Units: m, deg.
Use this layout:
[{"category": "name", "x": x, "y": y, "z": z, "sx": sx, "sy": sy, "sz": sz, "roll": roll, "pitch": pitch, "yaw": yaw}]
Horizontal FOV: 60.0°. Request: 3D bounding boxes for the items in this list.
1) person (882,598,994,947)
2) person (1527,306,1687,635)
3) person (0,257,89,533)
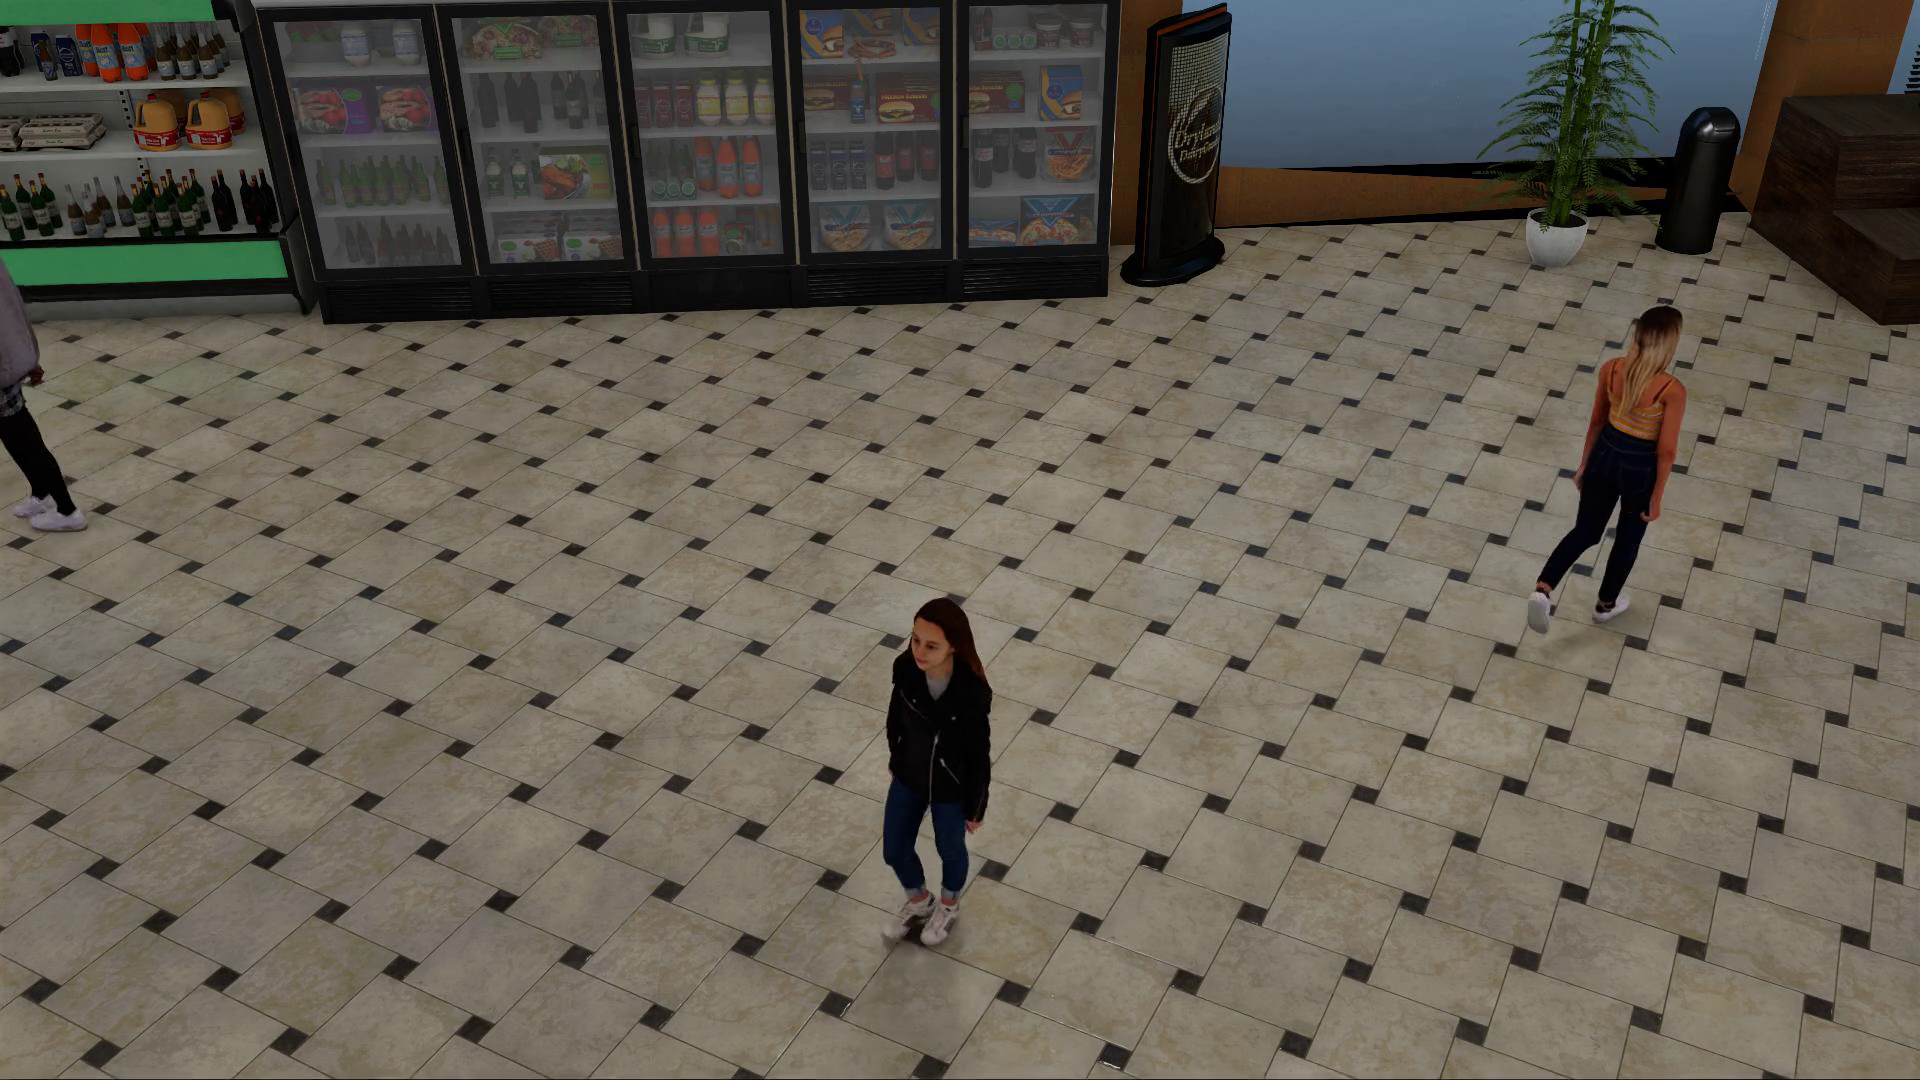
[{"category": "person", "x": -0.053, "y": 0.789, "z": 5.817, "sx": 0.656, "sy": 1.475, "sz": 0.747, "roll": 16, "pitch": 35, "yaw": 24}, {"category": "person", "x": 2.890, "y": -0.256, "z": 7.369, "sx": 1.065, "sy": 1.611, "sz": 0.903, "roll": -22, "pitch": 38, "yaw": -31}, {"category": "person", "x": -4.575, "y": -0.805, "z": 8.107, "sx": 0.653, "sy": 1.763, "sz": 0.662, "roll": 0, "pitch": 32, "yaw": 0}]
